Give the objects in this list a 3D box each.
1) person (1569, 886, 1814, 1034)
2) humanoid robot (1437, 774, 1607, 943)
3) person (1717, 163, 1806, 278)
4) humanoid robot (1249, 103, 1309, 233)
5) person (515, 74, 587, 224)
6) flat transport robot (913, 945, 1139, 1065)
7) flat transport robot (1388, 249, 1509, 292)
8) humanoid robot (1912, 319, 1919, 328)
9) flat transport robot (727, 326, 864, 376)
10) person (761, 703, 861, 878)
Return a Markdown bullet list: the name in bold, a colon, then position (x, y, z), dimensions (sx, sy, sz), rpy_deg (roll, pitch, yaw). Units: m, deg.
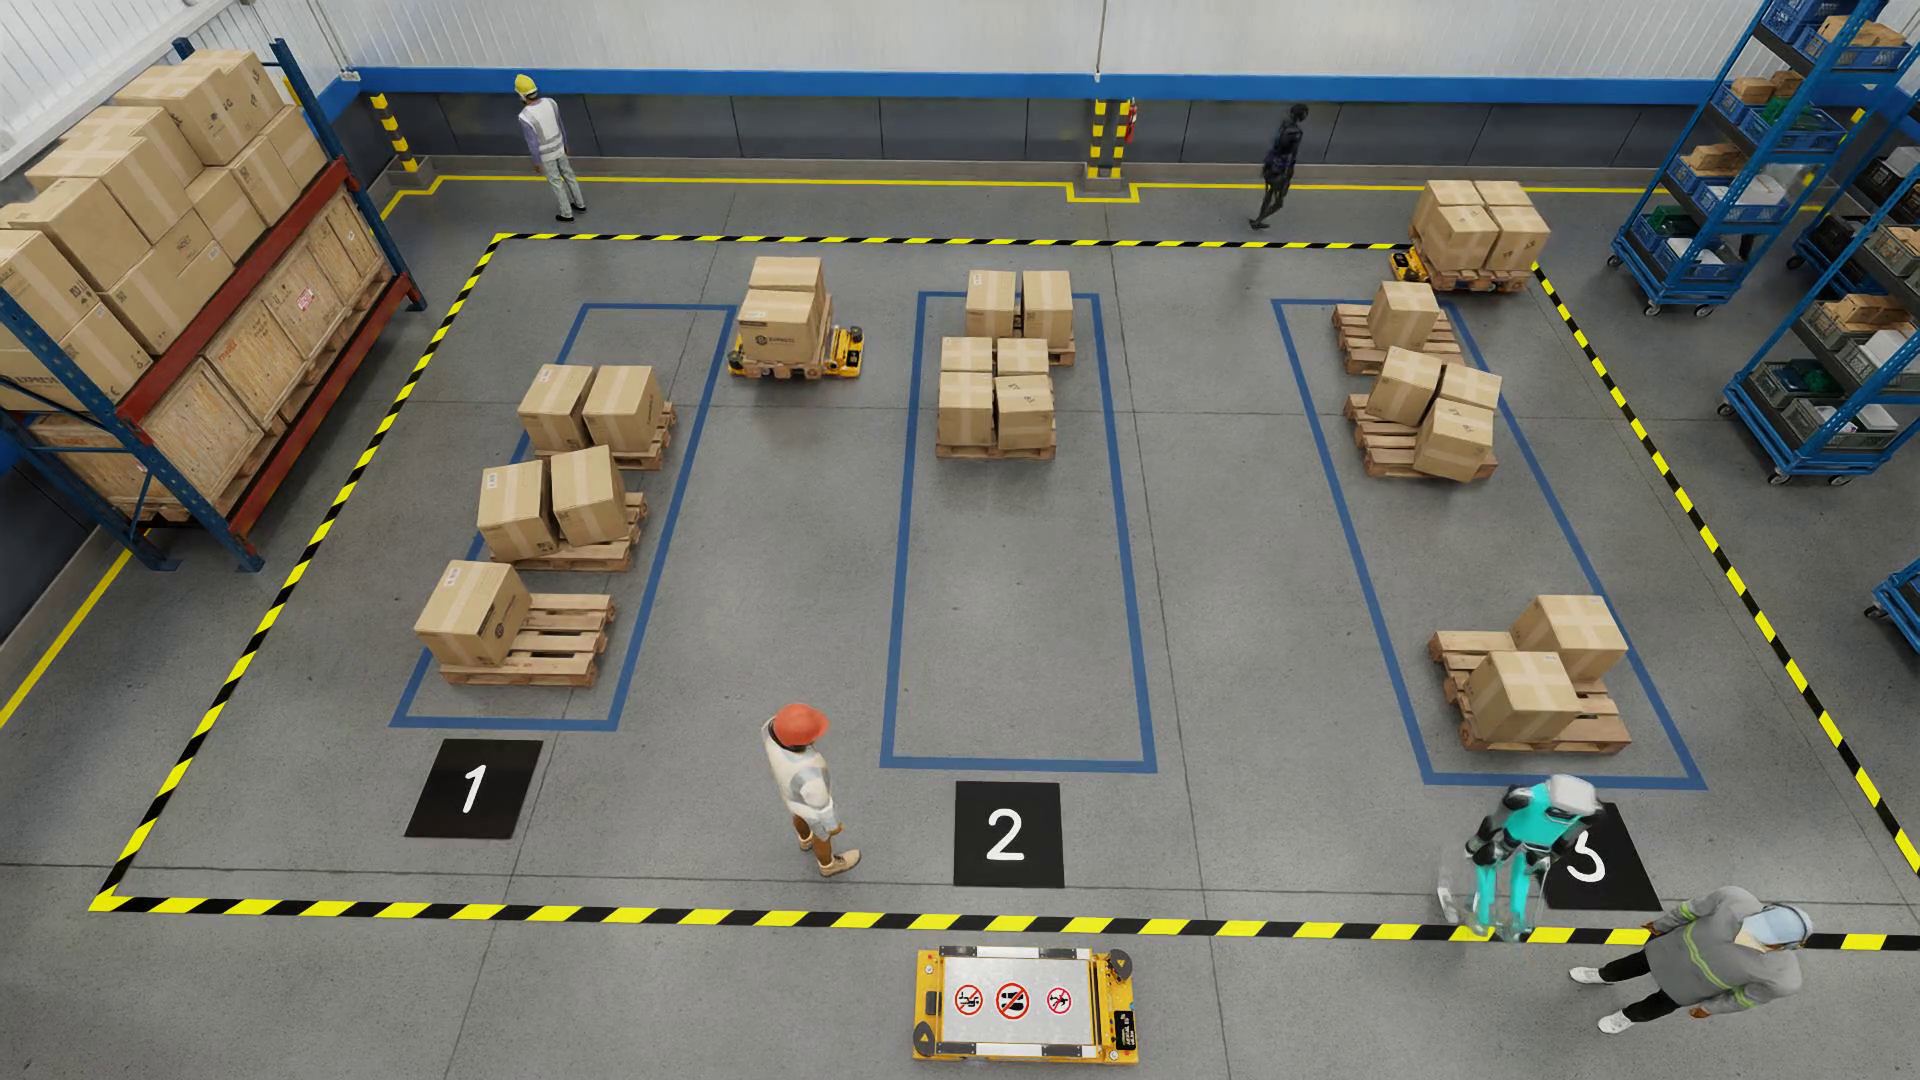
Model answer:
- **person**: position (4.315, 2.508, 5.420), dimensions (0.378, 1.852, 0.589), rpy_deg (-6, 51, -5)
- **humanoid robot**: position (3.480, 2.117, 5.725), dimensions (0.533, 1.677, 0.735), rpy_deg (10, 51, 8)
- **person**: position (9.297, -3.986, 10.737), dimensions (0.555, 1.816, 0.985), rpy_deg (-4, 51, -4)
- **humanoid robot**: position (3.886, -4.577, 11.312), dimensions (0.415, 1.643, 0.584), rpy_deg (-8, 51, -6)
- **person**: position (-5.133, -4.857, 11.436), dimensions (0.404, 1.830, 0.601), rpy_deg (20, 53, 15)
- **flat transport robot**: position (0.422, 3.041, 6.007), dimensions (1.431, 0.231, 0.659), rpy_deg (1, 51, 1)
- **flat transport robot**: position (6.055, -3.312, 11.167), dimensions (1.431, 0.197, 0.652), rpy_deg (1, 51, 1)
- **humanoid robot**: position (10.506, -2.564, 9.657), dimensions (0.315, 1.657, 0.599), rpy_deg (21, 54, 16)
- **flat transport robot**: position (-1.816, -2.120, 10.196), dimensions (1.431, 0.197, 0.652), rpy_deg (1, 51, 1)
- **person**: position (-0.968, 1.636, 6.010), dimensions (0.384, 2.039, 0.613), rpy_deg (-31, 57, -23)
